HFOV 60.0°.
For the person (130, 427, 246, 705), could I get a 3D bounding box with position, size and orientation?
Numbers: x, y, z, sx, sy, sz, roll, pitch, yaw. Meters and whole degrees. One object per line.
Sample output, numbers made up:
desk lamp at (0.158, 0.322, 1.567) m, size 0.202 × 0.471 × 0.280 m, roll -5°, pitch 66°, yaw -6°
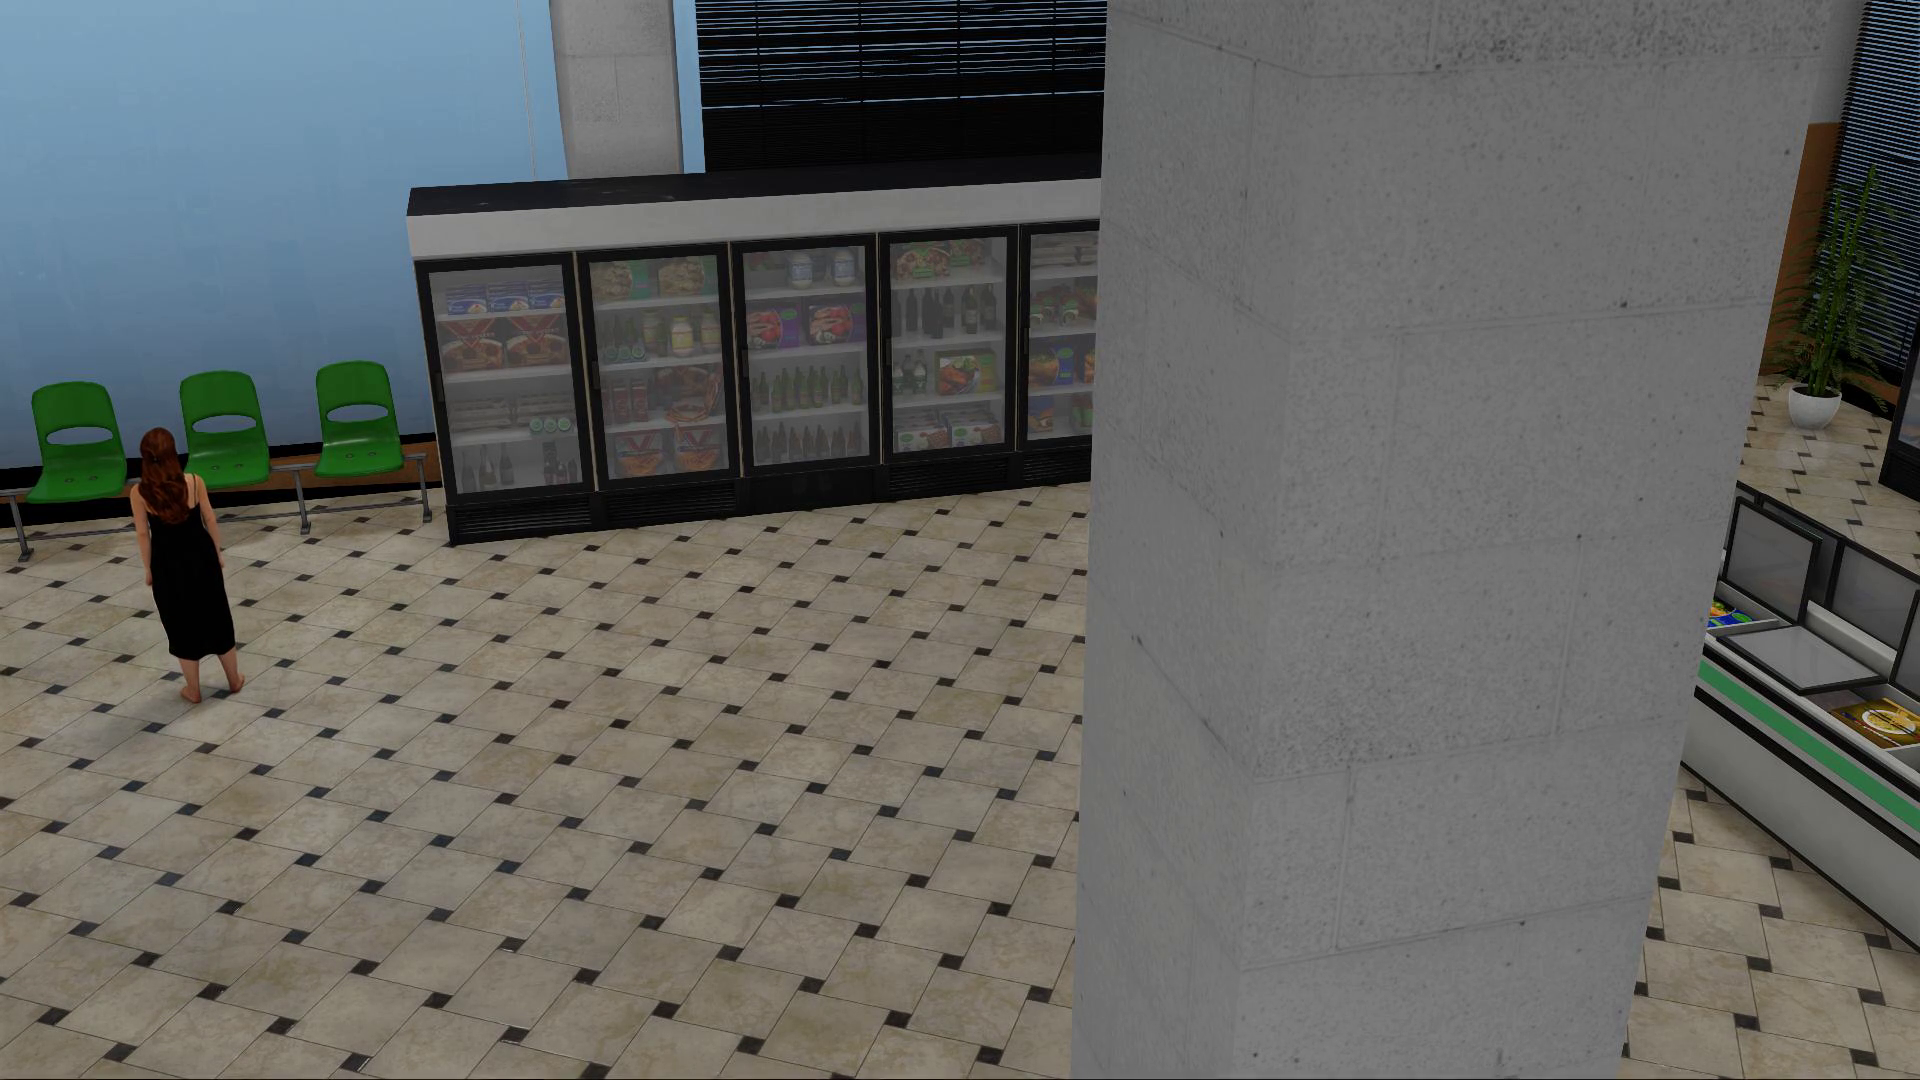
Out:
person at (-4.314, 0.144, 9.247) m, size 0.634 × 1.624 × 0.645 m, roll -14°, pitch 27°, yaw -28°
